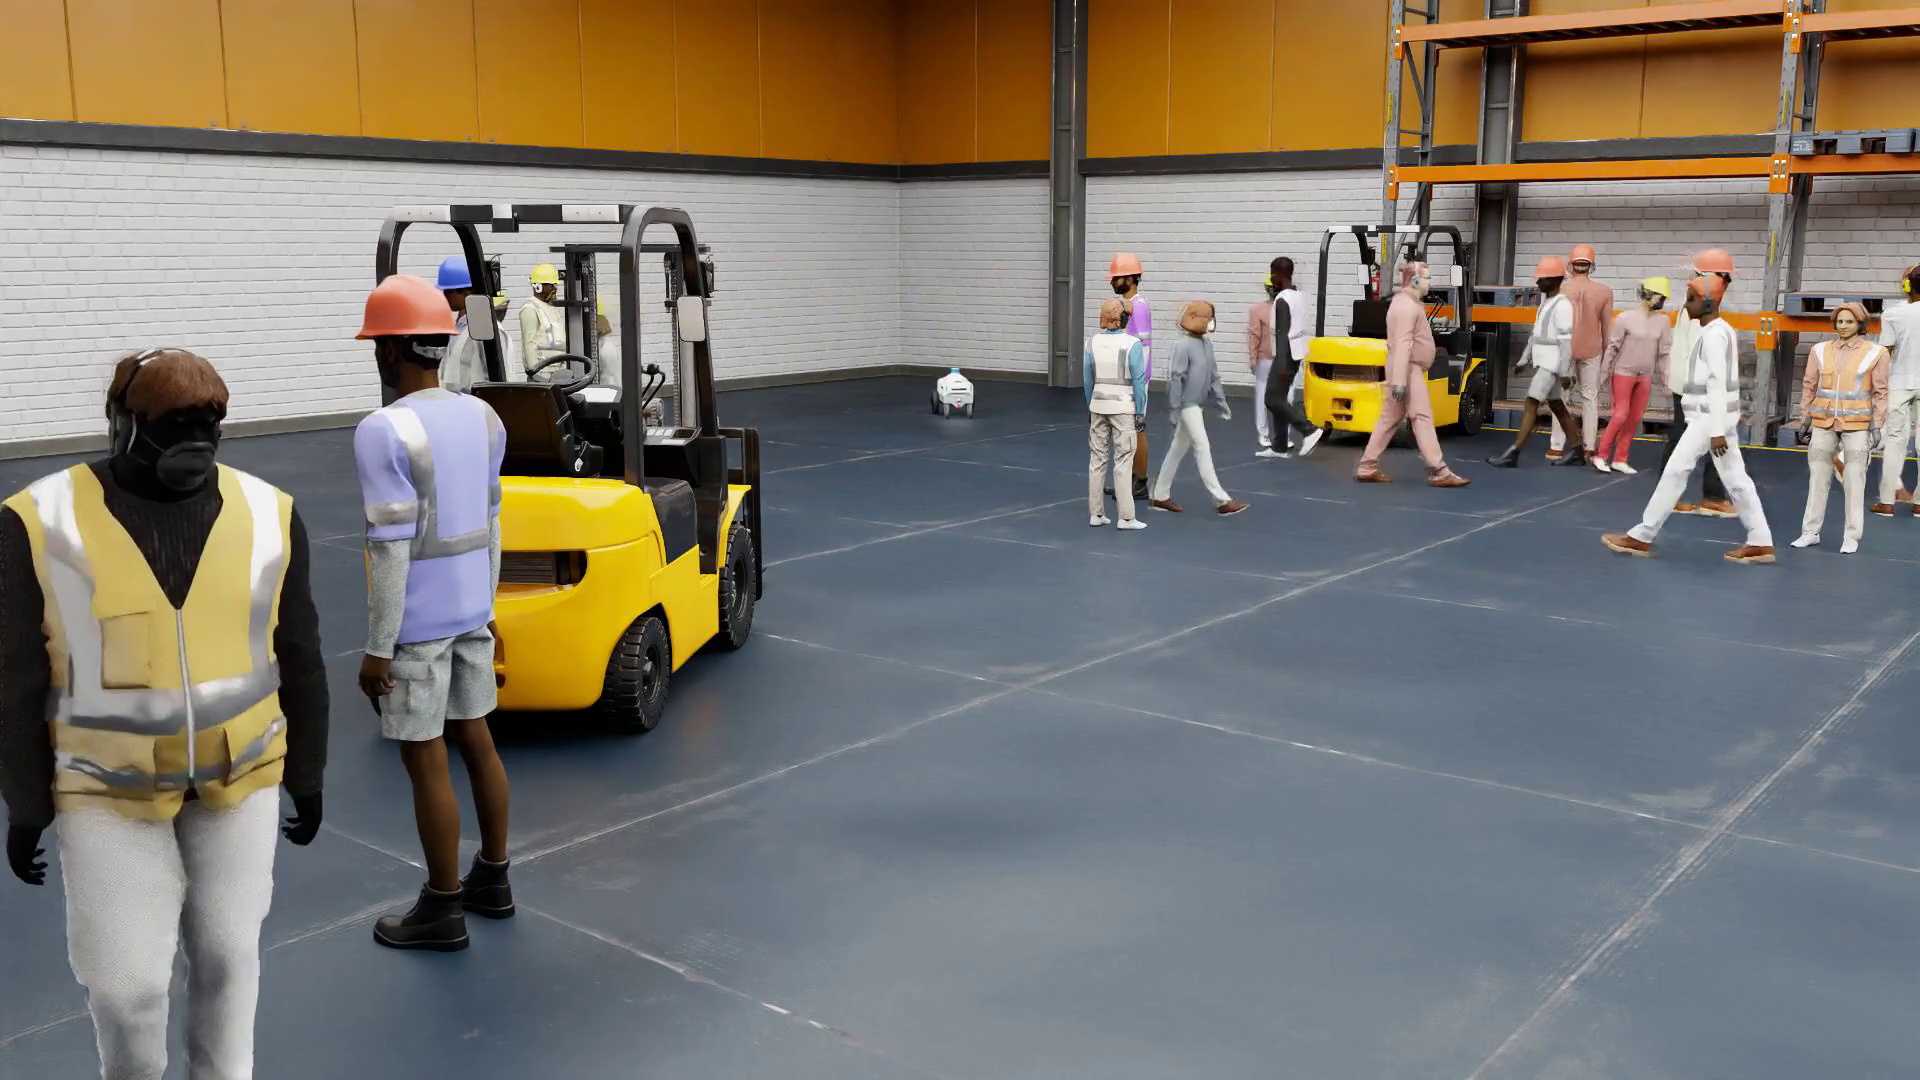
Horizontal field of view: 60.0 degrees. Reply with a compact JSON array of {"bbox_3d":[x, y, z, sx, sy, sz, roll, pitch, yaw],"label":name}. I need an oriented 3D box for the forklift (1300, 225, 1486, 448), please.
[{"bbox_3d":[4.449,-2.115,16.993,1.214,2.155,2.313,8,13,38],"label":"forklift"}]

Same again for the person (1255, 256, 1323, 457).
[{"bbox_3d":[3.067,-1.671,15.456,0.548,1.869,0.596,5,11,24],"label":"person"}]

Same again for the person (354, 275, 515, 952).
[{"bbox_3d":[-1.539,0.215,4.793,0.362,1.935,0.553,4,11,20],"label":"person"}]

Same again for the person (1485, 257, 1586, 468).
[{"bbox_3d":[5.230,-1.578,14.887,0.944,1.886,0.548,1,10,7],"label":"person"}]

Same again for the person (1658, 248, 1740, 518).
[{"bbox_3d":[5.550,-1.146,12.260,0.747,1.970,0.617,2,10,13],"label":"person"}]

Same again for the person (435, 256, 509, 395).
[{"bbox_3d":[-2.800,-0.654,9.603,0.402,1.940,0.602,-8,13,-37],"label":"person"}]

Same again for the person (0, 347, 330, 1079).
[{"bbox_3d":[-1.630,0.513,3.462,0.640,1.822,0.445,-8,13,-37],"label":"person"}]

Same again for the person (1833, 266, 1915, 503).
[{"bbox_3d":[7.252,-1.235,13.081,0.586,1.853,0.732,-8,13,-38],"label":"person"}]

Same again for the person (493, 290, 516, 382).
[{"bbox_3d":[-2.956,-0.752,10.633,0.327,1.765,0.529,-3,11,-16],"label":"person"}]

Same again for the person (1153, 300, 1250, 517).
[{"bbox_3d":[1.792,-0.963,12.257,0.842,1.588,0.519,6,12,29],"label":"person"}]

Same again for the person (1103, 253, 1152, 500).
[{"bbox_3d":[1.307,-1.274,13.051,0.377,1.932,0.552,-1,10,-6],"label":"person"}]

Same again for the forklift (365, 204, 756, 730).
[{"bbox_3d":[-1.766,-0.406,7.525,1.214,2.155,2.313,1,10,7],"label":"forklift"}]

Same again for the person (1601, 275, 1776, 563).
[{"bbox_3d":[4.710,-0.758,10.526,1.044,1.821,0.608,6,12,29],"label":"person"}]

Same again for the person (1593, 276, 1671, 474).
[{"bbox_3d":[5.857,-1.416,14.405,0.544,1.725,0.489,-2,11,-13],"label":"person"}]

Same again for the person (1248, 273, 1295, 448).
[{"bbox_3d":[3.086,-1.763,16.267,0.543,1.739,0.655,-2,10,-10],"label":"person"}]

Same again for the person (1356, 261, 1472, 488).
[{"bbox_3d":[3.762,-1.364,13.768,0.914,1.860,0.667,2,10,9],"label":"person"}]

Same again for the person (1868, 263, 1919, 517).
[{"bbox_3d":[7.009,-1.098,12.259,0.513,1.872,0.328,2,10,13],"label":"person"}]

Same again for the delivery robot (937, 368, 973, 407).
[{"bbox_3d":[-0.057,-1.743,19.215,0.477,0.478,0.707,-1,10,-8],"label":"delivery robot"}]

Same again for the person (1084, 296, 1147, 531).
[{"bbox_3d":[1.090,-0.886,11.714,0.514,1.642,0.310,9,14,41],"label":"person"}]

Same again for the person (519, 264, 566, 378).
[{"bbox_3d":[-3.729,-1.563,14.970,0.403,1.824,0.593,1,10,7],"label":"person"}]

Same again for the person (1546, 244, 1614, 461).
[{"bbox_3d":[5.704,-1.728,15.401,0.622,1.992,0.396,2,10,10],"label":"person"}]

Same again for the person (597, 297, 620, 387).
[{"bbox_3d":[-2.346,-0.766,10.887,0.494,1.706,0.890,9,14,41],"label":"person"}]

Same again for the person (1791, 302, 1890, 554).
[{"bbox_3d":[5.760,-0.732,10.871,0.308,1.636,0.524,-9,14,-42],"label":"person"}]
